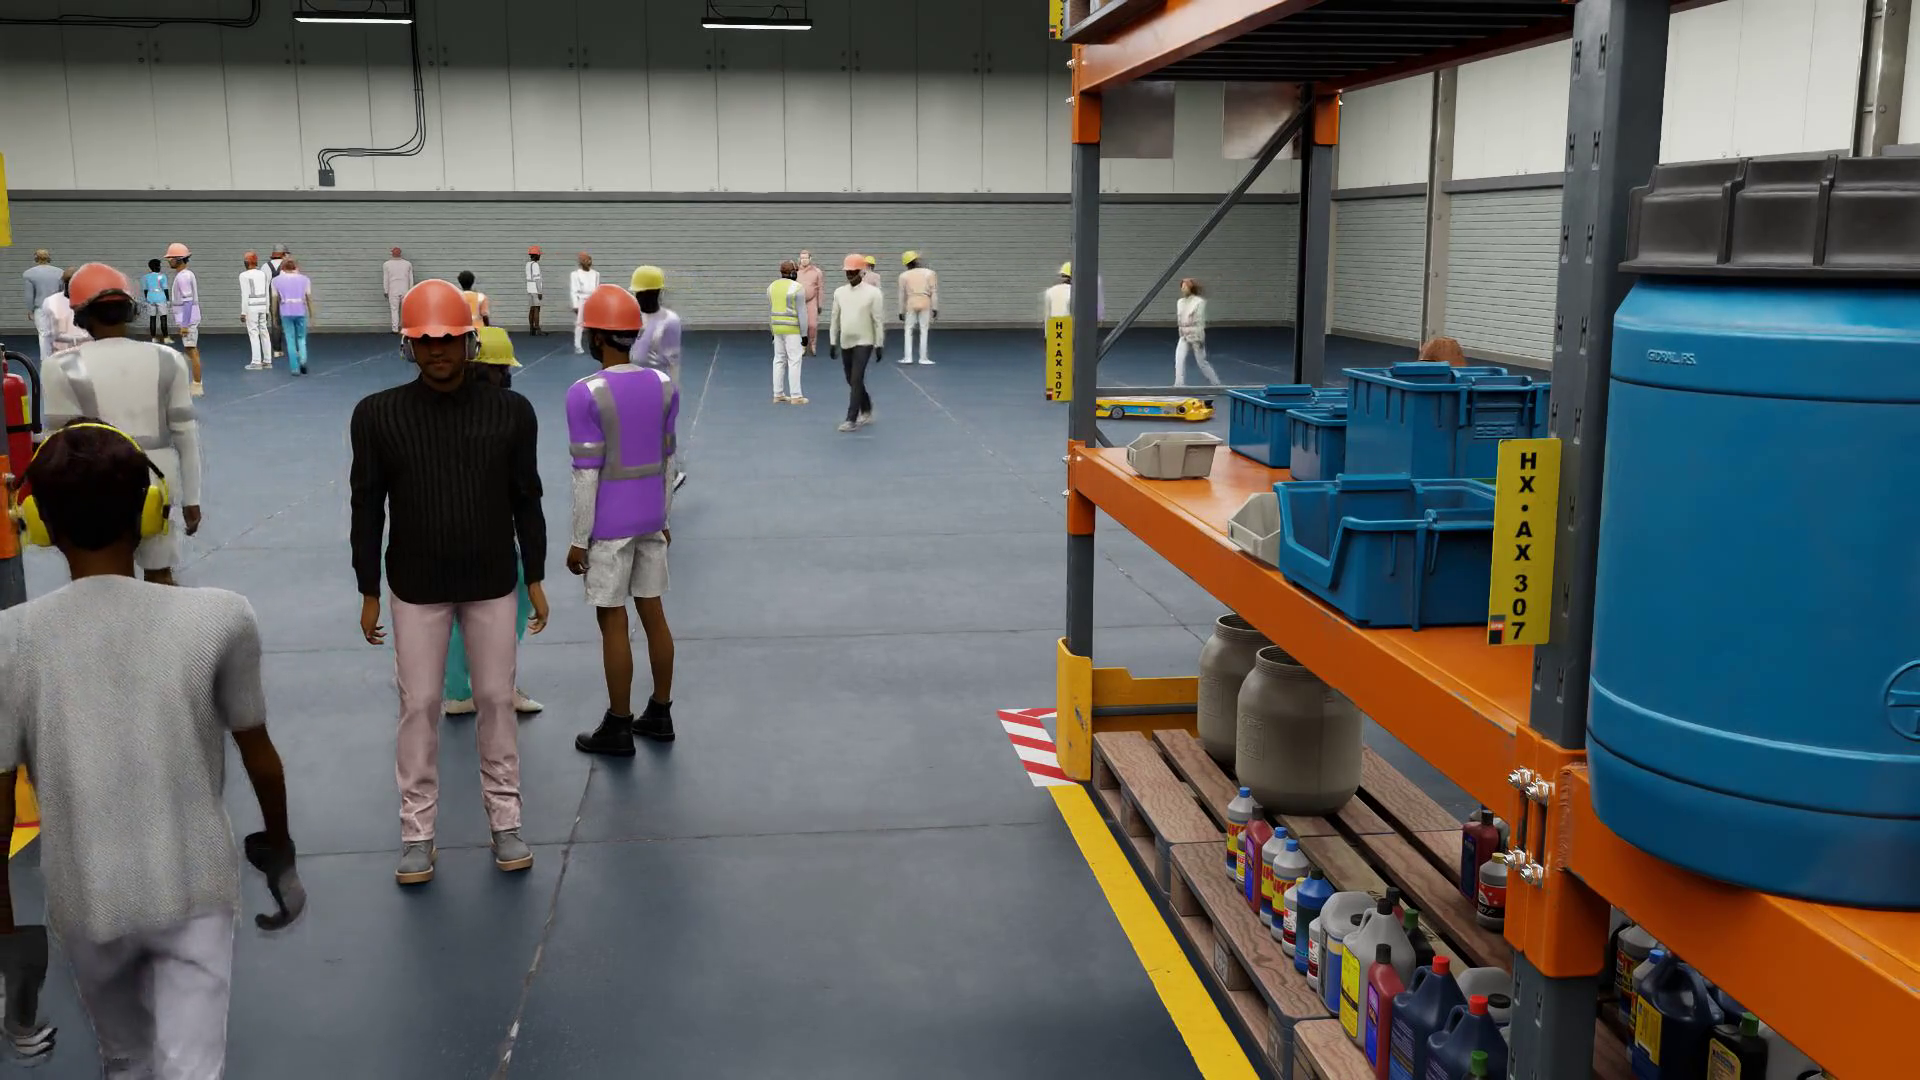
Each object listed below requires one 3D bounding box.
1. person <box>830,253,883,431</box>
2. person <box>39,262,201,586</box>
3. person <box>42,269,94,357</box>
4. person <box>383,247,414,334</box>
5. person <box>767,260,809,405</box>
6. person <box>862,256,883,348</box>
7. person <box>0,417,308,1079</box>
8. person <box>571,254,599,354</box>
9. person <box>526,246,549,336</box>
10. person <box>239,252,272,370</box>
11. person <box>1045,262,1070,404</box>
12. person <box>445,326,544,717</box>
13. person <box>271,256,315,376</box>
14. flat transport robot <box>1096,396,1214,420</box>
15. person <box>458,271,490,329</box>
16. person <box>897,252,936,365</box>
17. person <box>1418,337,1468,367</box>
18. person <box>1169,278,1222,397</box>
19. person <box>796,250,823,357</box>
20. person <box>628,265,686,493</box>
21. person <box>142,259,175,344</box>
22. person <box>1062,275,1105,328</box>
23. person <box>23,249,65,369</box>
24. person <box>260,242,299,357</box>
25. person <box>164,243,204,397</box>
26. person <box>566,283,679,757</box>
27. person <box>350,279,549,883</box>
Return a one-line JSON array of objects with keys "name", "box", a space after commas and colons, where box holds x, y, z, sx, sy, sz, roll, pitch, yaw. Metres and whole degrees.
[{"name": "person", "box": [-1.148, -2.227, 18.617, 0.635, 1.960, 0.961, 5, 12, 28]}, {"name": "person", "box": [-3.641, -0.195, 7.286, 0.603, 2.024, 0.564, -10, 14, -44]}, {"name": "person", "box": [-8.970, -1.849, 16.951, 0.651, 1.807, 0.792, -4, 11, -23]}, {"name": "person", "box": [-12.345, -5.478, 36.571, 0.648, 1.907, 0.409, -6, 12, -31]}, {"name": "person", "box": [-2.178, -2.649, 21.272, 0.628, 1.836, 0.429, 8, 13, 38]}, {"name": "person", "box": [-1.729, -4.576, 32.015, 0.524, 1.769, 0.308, 5, 11, 25]}, {"name": "person", "box": [-1.511, 0.678, 3.095, 0.520, 1.814, 1.007, -3, 11, -16]}, {"name": "person", "box": [-6.776, -4.264, 30.134, 0.596, 1.835, 1.002, -9, 13, -39]}, {"name": "person", "box": [-9.160, -5.375, 35.921, 0.356, 1.938, 0.543, -8, 13, -36]}, {"name": "person", "box": [-11.375, -3.691, 26.834, 0.341, 1.882, 0.587, 4, 11, 20]}, {"name": "person", "box": [1.467, -2.674, 21.489, 0.612, 1.796, 0.822, 9, 14, 40]}, {"name": "person", "box": [-2.089, -0.072, 7.393, 0.540, 1.741, 0.518, -6, 12, -31]}, {"name": "person", "box": [-10.256, -3.432, 25.548, 0.601, 1.827, 0.490, -7, 12, -33]}, {"name": "flat transport robot", "box": [2.239, -1.573, 19.649, 1.431, 0.197, 0.652, 3, 11, 17]}, {"name": "person", "box": [-6.617, -2.768, 22.361, 0.553, 1.655, 0.819, -4, 11, -23]}, {"name": "person", "box": [-0.732, -3.860, 27.784, 0.690, 1.882, 0.383, -1, 10, -5]}, {"name": "person", "box": [2.406, -0.202, 8.400, 0.499, 1.633, 0.285, -10, 14, -42]}, {"name": "person", "box": [3.132, -2.668, 22.014, 0.793, 1.607, 0.528, -7, 13, -35]}, {"name": "person", "box": [-2.781, -4.211, 29.672, 0.653, 1.891, 0.552, 0, 10, -2]}, {"name": "person", "box": [-2.355, -1.152, 12.817, 0.617, 1.913, 0.493, 10, 14, 44]}, {"name": "person", "box": [-15.968, -4.738, 33.092, 0.529, 1.695, 0.321, 1, 10, 7]}, {"name": "person", "box": [1.832, -3.391, 25.160, 0.637, 1.909, 0.963, 6, 12, 31]}, {"name": "person", "box": [-14.690, -3.708, 26.783, 0.630, 1.940, 0.372, -8, 13, -38]}, {"name": "person", "box": [-12.079, -4.293, 29.708, 0.683, 2.000, 0.536, 0, 10, 2]}, {"name": "person", "box": [-10.332, -2.919, 22.167, 0.387, 2.045, 0.605, -4, 11, -20]}, {"name": "person", "box": [-1.403, -0.077, 6.865, 0.350, 1.942, 0.545, 7, 13, 34]}, {"name": "person", "box": [-1.681, 0.141, 5.522, 0.625, 1.992, 0.388, -4, 11, -20]}]
